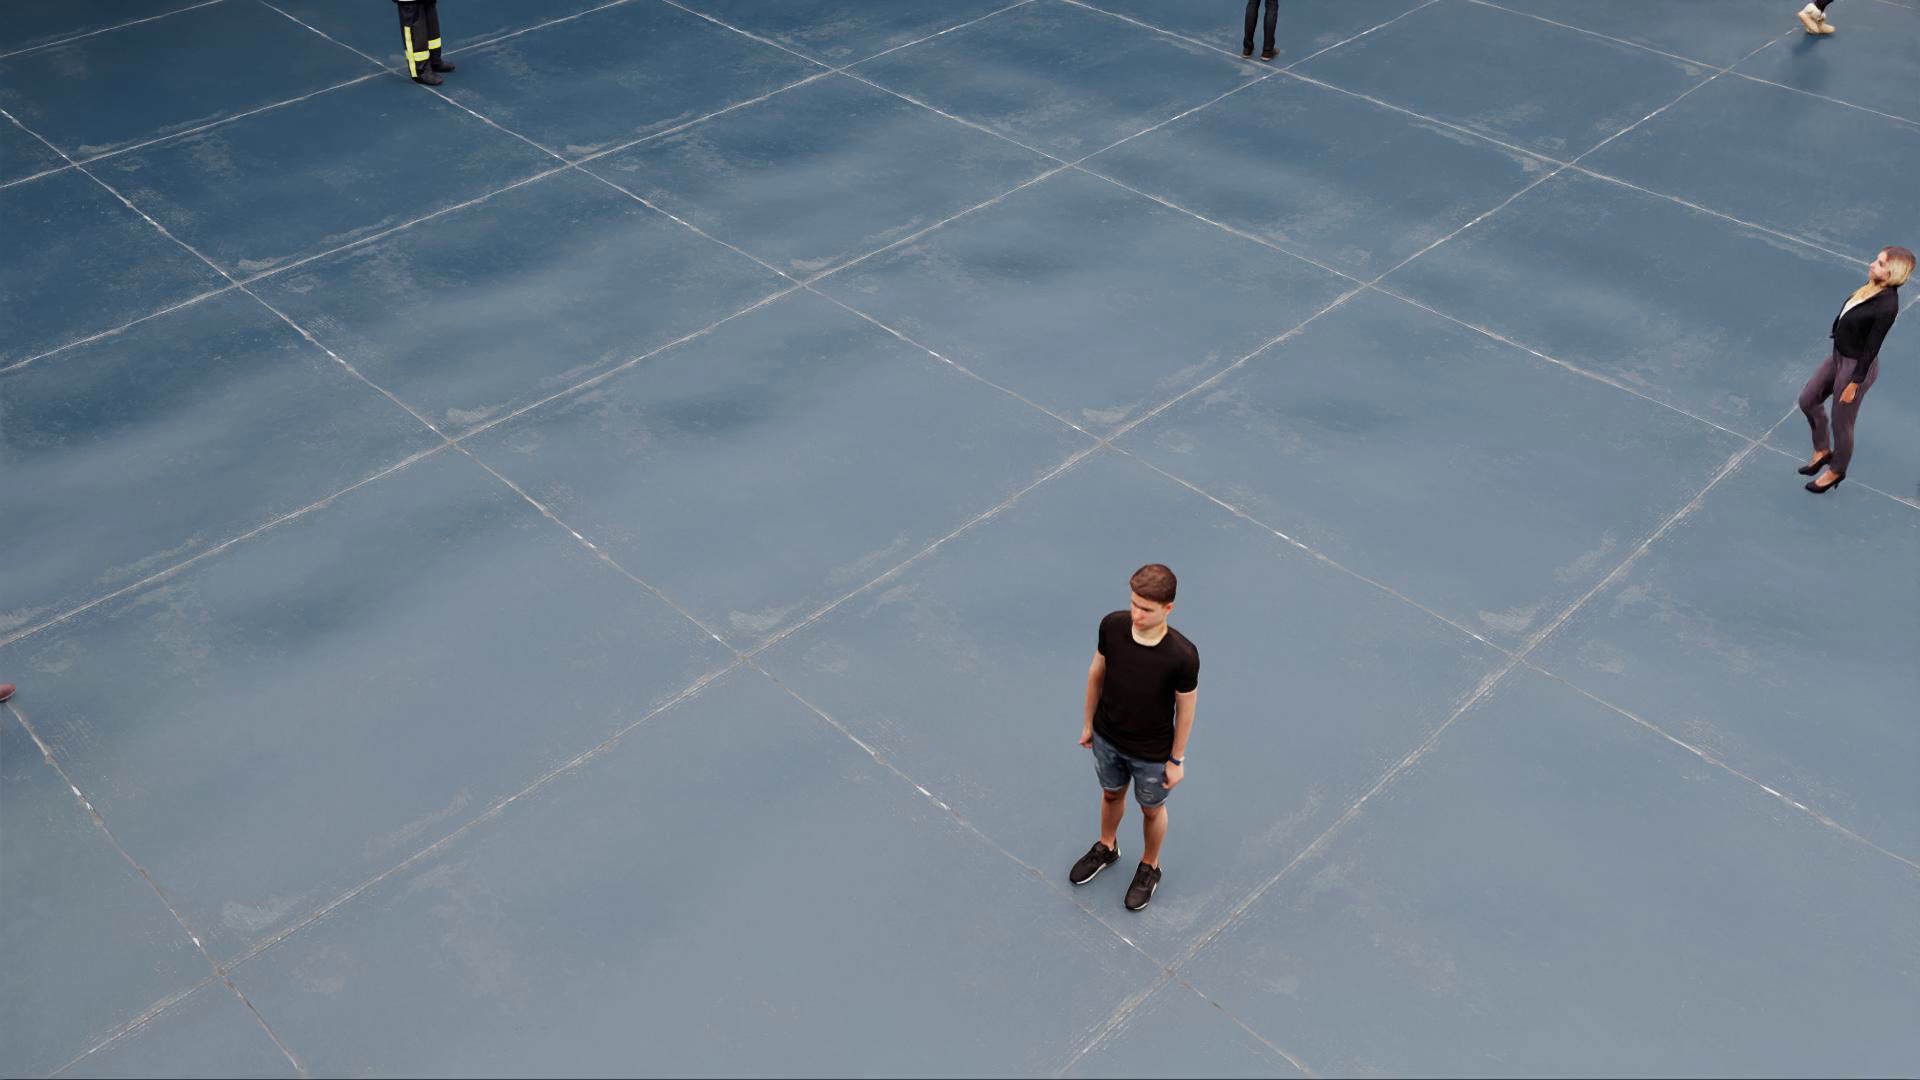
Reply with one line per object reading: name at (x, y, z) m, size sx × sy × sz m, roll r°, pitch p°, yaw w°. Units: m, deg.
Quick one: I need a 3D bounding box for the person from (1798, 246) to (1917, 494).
person at (5.387, -0.980, 9.881) m, size 0.787 × 1.663 × 0.703 m, roll 8°, pitch 38°, yaw 10°

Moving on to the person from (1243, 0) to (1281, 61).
person at (2.875, -5.413, 15.627) m, size 0.704 × 1.765 × 0.647 m, roll 20°, pitch 42°, yaw 25°

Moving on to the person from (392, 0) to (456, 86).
person at (-5.000, -5.190, 15.159) m, size 0.929 × 1.977 × 0.832 m, roll 4°, pitch 37°, yaw 6°

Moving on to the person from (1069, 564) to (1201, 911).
person at (0.785, 0.851, 7.322) m, size 0.699 × 1.846 × 0.616 m, roll 23°, pitch 43°, yaw 27°
